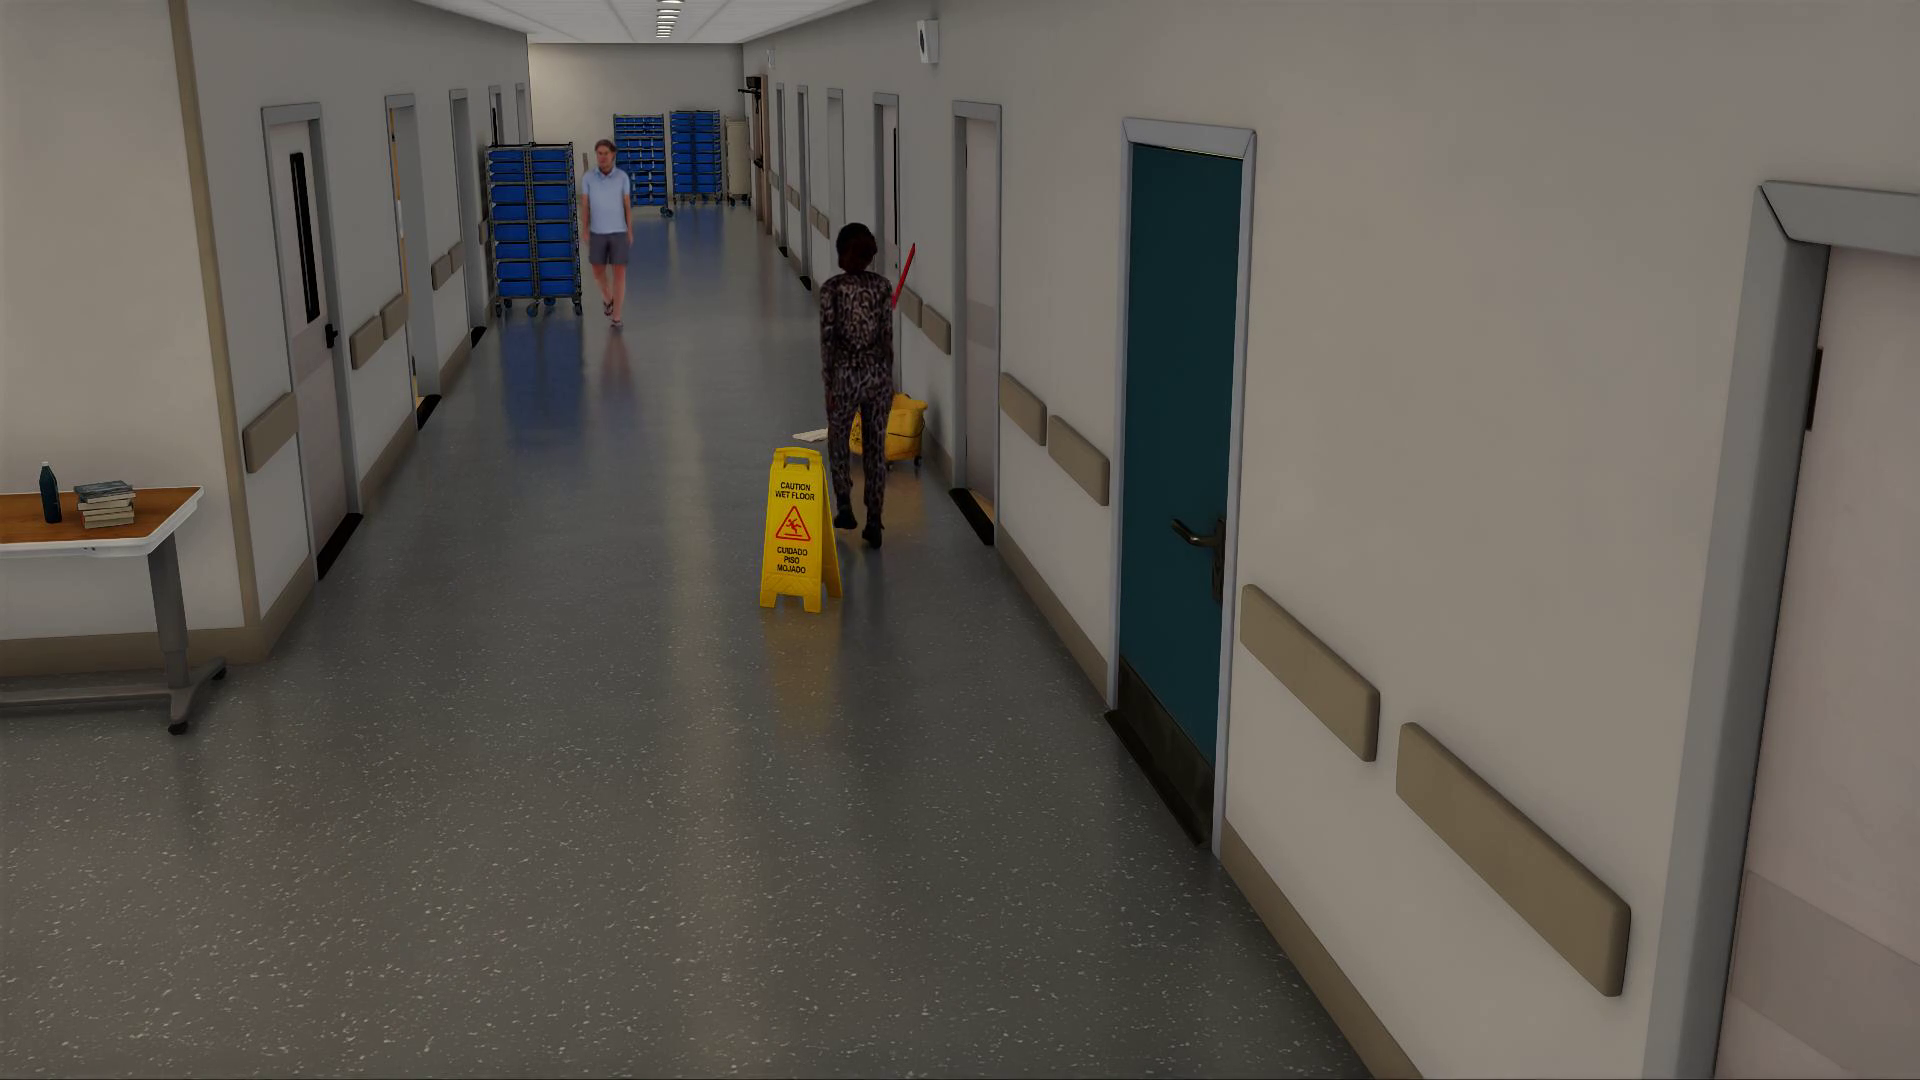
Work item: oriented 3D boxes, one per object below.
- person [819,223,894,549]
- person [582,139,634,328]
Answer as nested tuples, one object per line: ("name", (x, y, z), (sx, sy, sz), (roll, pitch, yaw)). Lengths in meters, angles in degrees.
("person", (-0.506, -0.789, 8.759), (0.603, 1.697, 0.700), (-4, 16, -13))
("person", (-3.482, -3.053, 16.569), (0.691, 1.816, 0.901), (-2, 16, -5))
